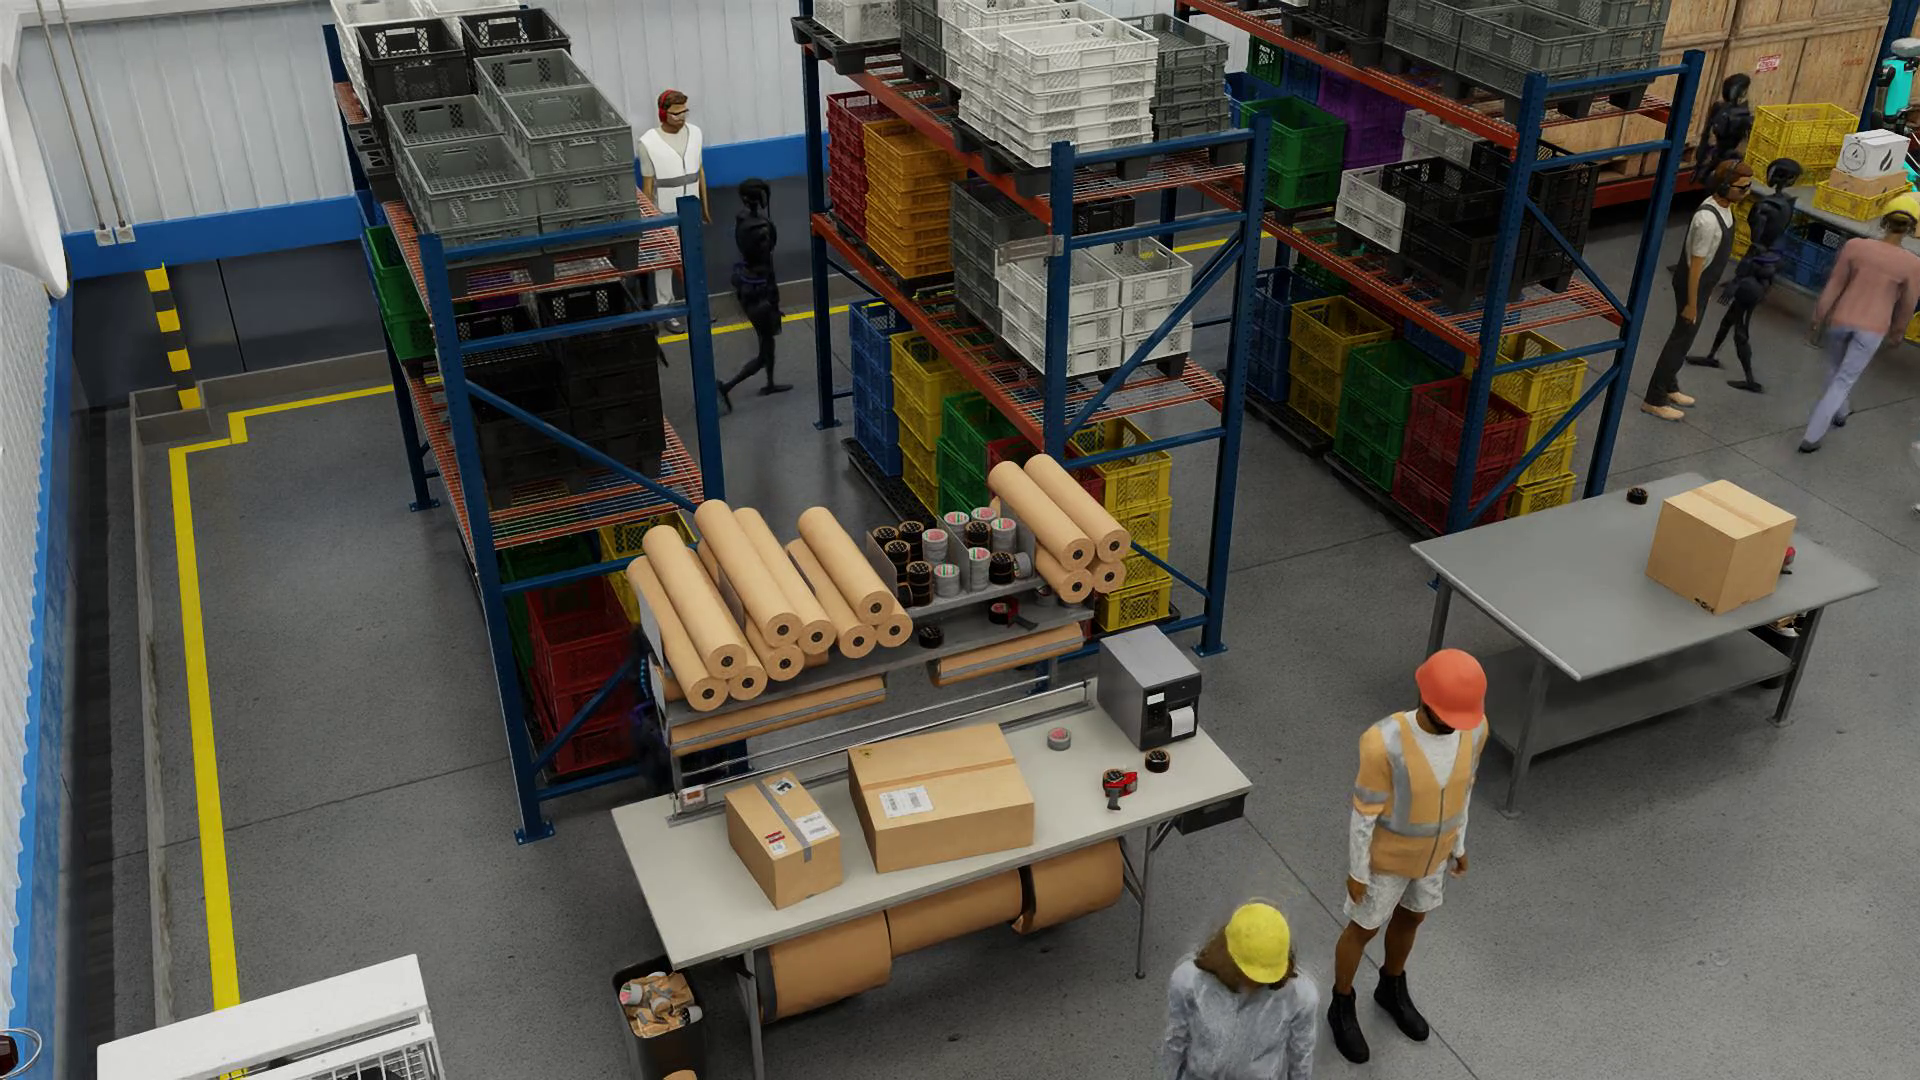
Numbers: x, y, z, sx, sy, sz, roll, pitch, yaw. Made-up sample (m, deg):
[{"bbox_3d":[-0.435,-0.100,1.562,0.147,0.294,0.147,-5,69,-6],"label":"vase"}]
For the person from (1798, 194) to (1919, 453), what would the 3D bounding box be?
[{"bbox_3d":[5.917,-1.419,10.892,0.862,1.701,0.534,-24,39,-33],"label":"person"}]

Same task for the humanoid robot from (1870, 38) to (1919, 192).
[{"bbox_3d":[7.809,-3.239,13.707,0.533,1.673,0.735,-24,39,-33],"label":"humanoid robot"}]

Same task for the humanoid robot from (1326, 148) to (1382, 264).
[{"bbox_3d":[3.052,-2.418,12.501,0.689,1.790,0.560,19,36,28],"label":"humanoid robot"}]

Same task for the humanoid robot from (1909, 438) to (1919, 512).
[{"bbox_3d":[6.093,-0.799,9.896,0.828,1.775,0.530,21,37,30],"label":"humanoid robot"}]

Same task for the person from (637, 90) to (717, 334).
[{"bbox_3d":[-2.133,-2.479,12.505,0.390,1.836,0.562,27,41,37],"label":"person"}]

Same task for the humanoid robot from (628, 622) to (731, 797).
[{"bbox_3d":[-1.218,0.885,7.193,0.610,1.649,0.432,26,40,36],"label":"humanoid robot"}]

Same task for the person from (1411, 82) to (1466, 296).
[{"bbox_3d":[3.560,-2.555,12.620,0.429,1.841,0.633,-1,32,-1],"label":"person"}]

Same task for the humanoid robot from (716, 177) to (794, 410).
[{"bbox_3d":[-1.457,-1.694,11.397,0.602,1.639,0.595,-14,34,-22],"label":"humanoid robot"}]

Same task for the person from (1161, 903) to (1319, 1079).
[{"bbox_3d":[0.932,1.804,5.650,0.501,1.717,0.594,6,32,10],"label":"person"}]

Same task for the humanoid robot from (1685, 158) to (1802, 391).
[{"bbox_3d":[5.557,-1.876,11.703,0.612,1.645,0.595,24,39,33],"label":"humanoid robot"}]

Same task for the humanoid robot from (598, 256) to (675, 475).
[{"bbox_3d":[-2.180,-1.214,10.649,0.786,1.634,0.616,25,39,34],"label":"humanoid robot"}]

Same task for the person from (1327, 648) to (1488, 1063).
[{"bbox_3d":[1.744,1.212,6.422,0.542,1.927,0.375,-11,33,-18],"label":"person"}]

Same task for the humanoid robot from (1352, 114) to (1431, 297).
[{"bbox_3d":[3.219,-2.591,12.770,0.555,1.730,0.922,-17,36,-26],"label":"humanoid robot"}]

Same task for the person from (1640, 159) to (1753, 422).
[{"bbox_3d":[4.973,-1.682,11.213,0.332,1.836,0.505,18,36,27],"label":"person"}]

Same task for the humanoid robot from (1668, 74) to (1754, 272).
[{"bbox_3d":[6.224,-2.986,13.532,0.783,1.611,0.613,-11,33,-16],"label":"humanoid robot"}]
